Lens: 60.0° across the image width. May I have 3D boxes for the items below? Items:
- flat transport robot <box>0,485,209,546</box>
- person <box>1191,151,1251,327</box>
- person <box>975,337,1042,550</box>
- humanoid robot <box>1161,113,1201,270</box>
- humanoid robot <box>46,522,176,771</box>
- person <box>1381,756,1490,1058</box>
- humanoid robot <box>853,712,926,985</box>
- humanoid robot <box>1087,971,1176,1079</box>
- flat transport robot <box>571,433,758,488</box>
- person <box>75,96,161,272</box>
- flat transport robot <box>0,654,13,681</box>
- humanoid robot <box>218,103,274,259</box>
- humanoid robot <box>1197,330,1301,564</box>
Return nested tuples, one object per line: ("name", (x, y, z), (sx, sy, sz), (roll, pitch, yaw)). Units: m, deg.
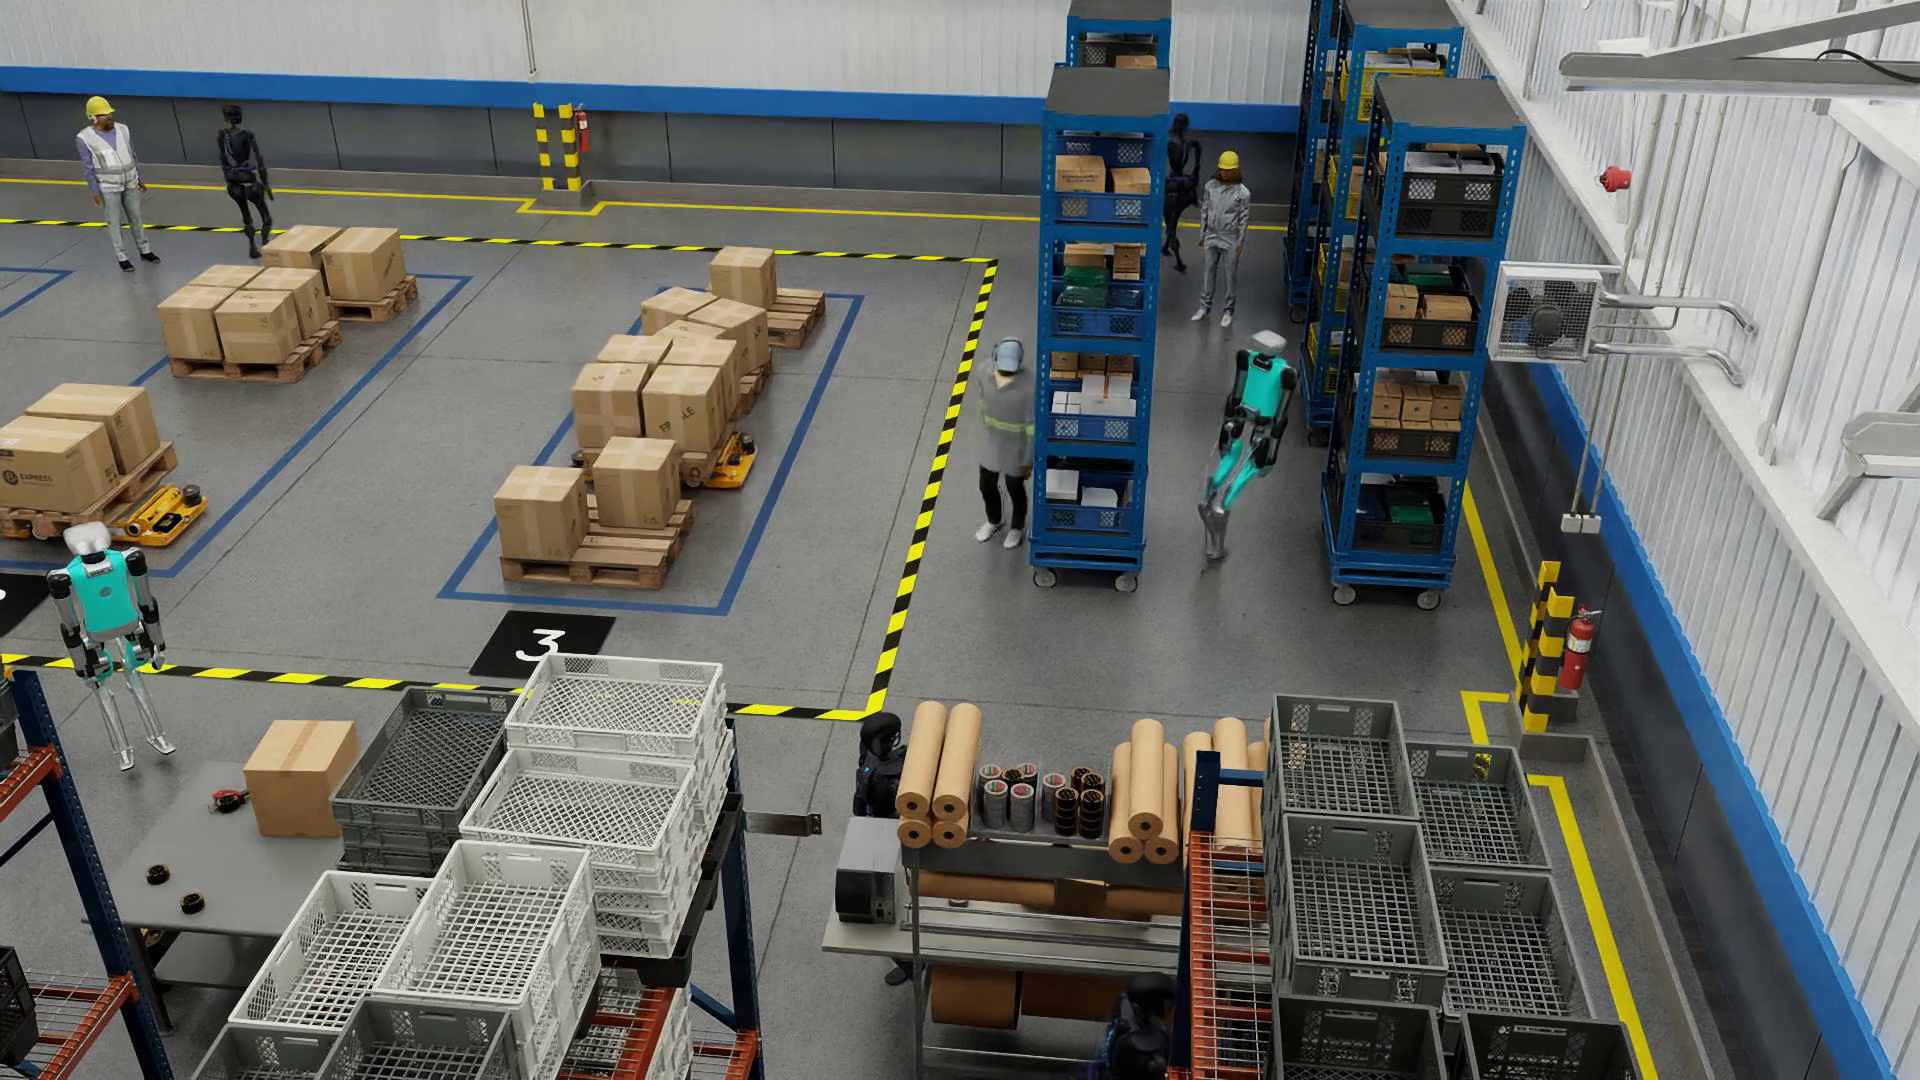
("flat transport robot", (-6.750, -0.236, 13.052), (1.431, 0.197, 0.652), (3, 30, 6))
("person", (2.558, -2.946, 16.264), (0.491, 1.746, 0.285), (17, 34, 27))
("person", (0.358, -0.716, 12.365), (0.609, 1.815, 0.558), (20, 36, 30))
("humanoid robot", (2.288, -3.724, 17.734), (0.610, 1.636, 0.791), (-11, 32, -18))
("humanoid robot", (-5.152, 0.583, 10.085), (0.533, 1.671, 0.735), (-22, 37, -32))
("person", (2.323, 1.790, 8.061), (0.509, 1.814, 1.017), (20, 35, 30))
("humanoid robot", (-0.369, 1.571, 8.563), (0.315, 1.653, 0.599), (-15, 34, -24))
("humanoid robot", (0.736, 2.445, 7.096), (0.721, 1.627, 0.584), (-8, 31, -13))
("flat transport robot", (-2.459, -0.702, 13.851), (1.431, 0.197, 0.652), (3, 30, 6))
("person", (-8.913, -3.773, 17.594), (0.404, 1.836, 0.599), (19, 35, 29))
("flat transport robot", (-7.142, 0.969, 11.010), (1.431, 0.231, 0.659), (3, 30, 6))
("humanoid robot", (-7.690, -3.838, 17.868), (0.586, 1.645, 0.411), (10, 32, 17))
("humanoid robot", (2.029, -0.600, 12.293), (0.801, 1.839, 0.561), (-25, 38, -36))
